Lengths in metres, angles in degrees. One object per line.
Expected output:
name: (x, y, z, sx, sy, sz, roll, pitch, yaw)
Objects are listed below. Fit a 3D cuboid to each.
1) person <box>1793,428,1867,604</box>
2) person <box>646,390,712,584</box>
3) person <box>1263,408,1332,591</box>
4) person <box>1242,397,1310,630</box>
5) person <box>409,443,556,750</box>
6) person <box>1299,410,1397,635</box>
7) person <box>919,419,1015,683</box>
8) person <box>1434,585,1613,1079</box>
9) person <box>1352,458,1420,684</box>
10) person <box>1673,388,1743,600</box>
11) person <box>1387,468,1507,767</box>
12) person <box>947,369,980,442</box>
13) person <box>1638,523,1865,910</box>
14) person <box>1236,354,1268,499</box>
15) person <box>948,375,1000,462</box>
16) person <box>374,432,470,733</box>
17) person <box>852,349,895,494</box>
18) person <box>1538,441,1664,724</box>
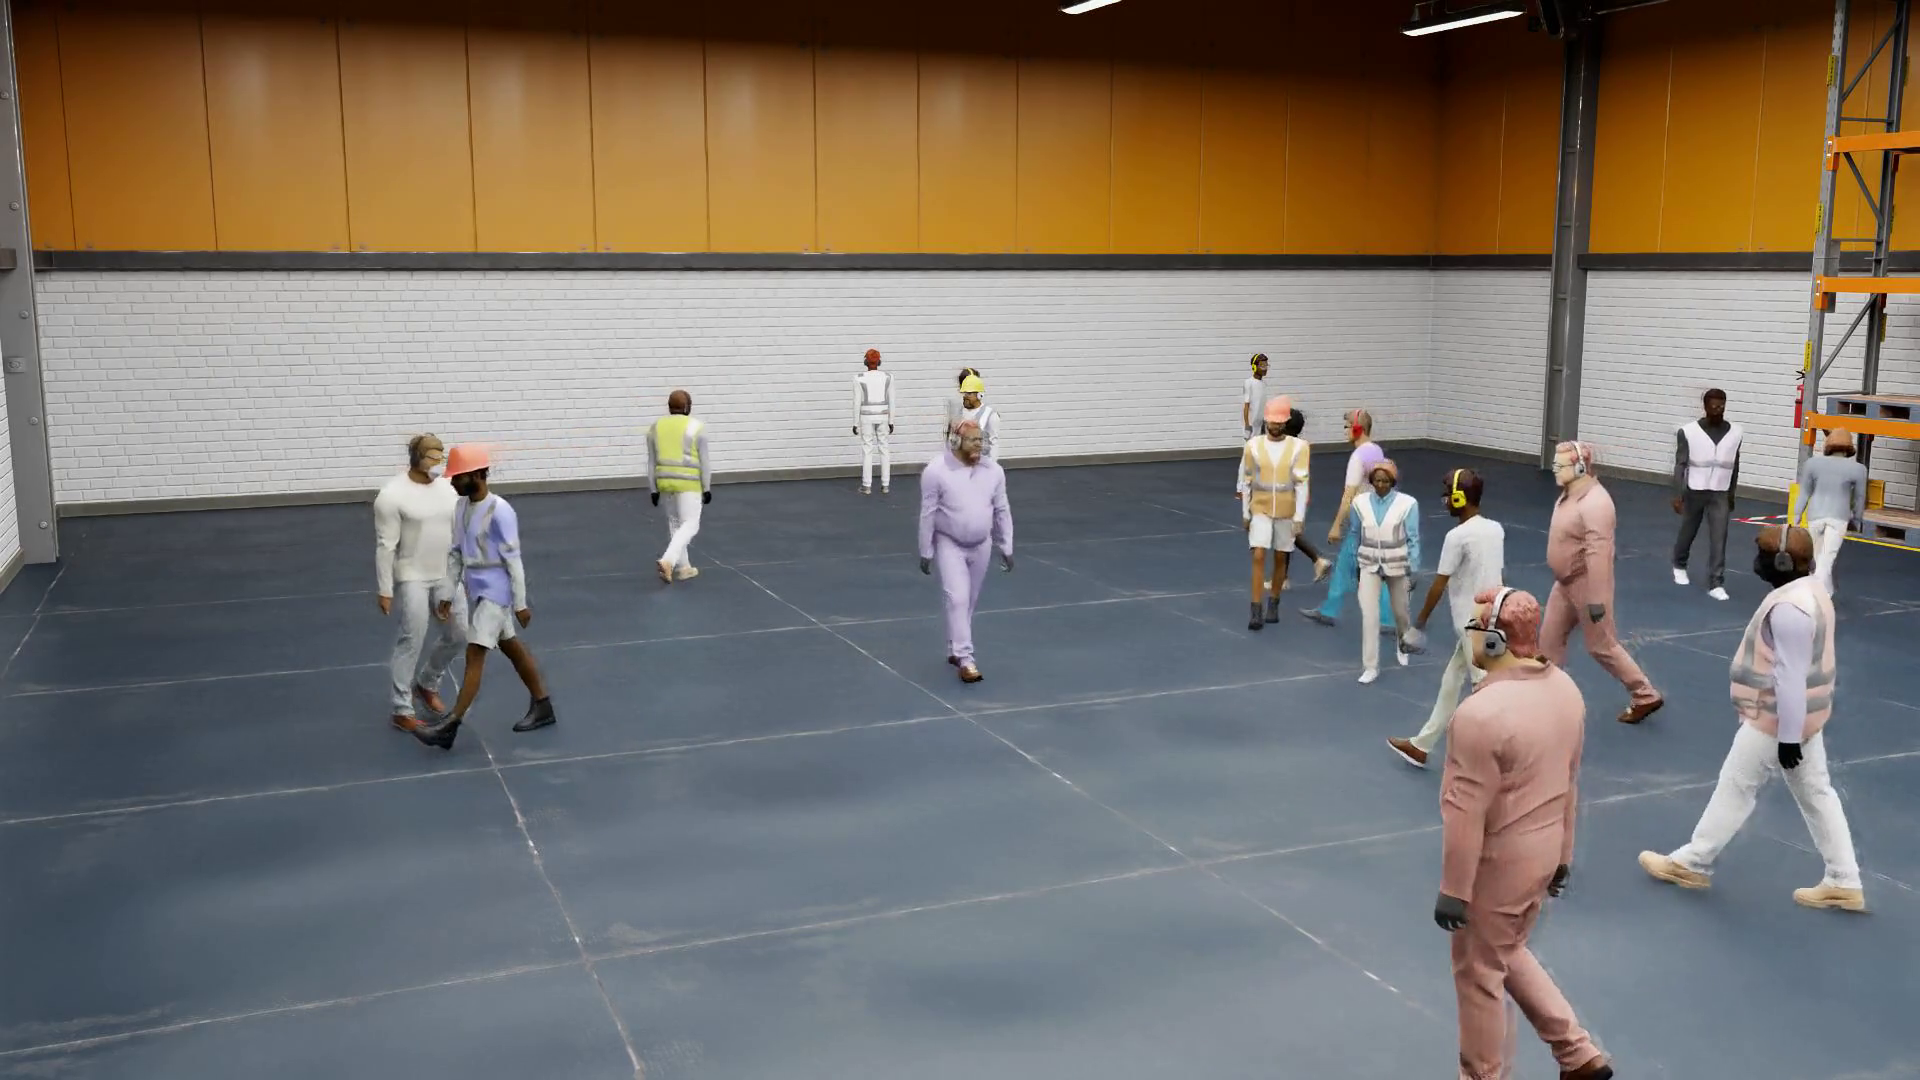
person: (7.420, -0.165, 14.190, 0.514, 1.580, 0.829, 9, 13, 44)
person: (-2.652, -0.484, 15.472, 0.626, 1.814, 0.763, 4, 10, 23)
person: (3.039, -0.356, 15.050, 0.549, 1.684, 0.546, 5, 11, 27)
person: (2.551, -0.208, 13.517, 0.543, 1.896, 0.888, 2, 10, 13)
person: (-2.975, 0.333, 10.321, 1.041, 1.867, 0.541, -8, 12, -40)
person: (3.155, -0.138, 13.419, 0.922, 1.797, 0.578, 4, 10, 21)
person: (0.087, 0.075, 11.918, 0.670, 1.860, 0.936, -5, 11, -27)
person: (1.875, 1.099, 5.627, 0.647, 1.896, 0.527, -9, 13, -44)
person: (3.100, 0.190, 12.019, 0.527, 1.609, 0.787, 5, 11, 30)
person: (6.754, -0.453, 15.108, 0.606, 1.878, 0.986, 1, 9, 3)
person: (2.825, 0.502, 9.483, 0.963, 1.811, 0.553, 8, 12, 41)
person: (0.021, -0.921, 18.050, 0.347, 1.851, 0.606, -7, 12, -38)
person: (3.771, 0.806, 7.724, 0.979, 1.788, 0.649, 7, 12, 35)
person: (3.741, -1.435, 21.116, 0.362, 1.860, 0.514, 7, 12, 38)
person: (0.120, -0.795, 17.290, 0.590, 1.833, 0.404, 6, 11, 31)
person: (-3.403, 0.267, 10.597, 0.454, 1.916, 0.642, 6, 11, 34)
person: (-1.127, -1.541, 21.663, 0.574, 1.882, 0.356, -3, 10, -20)
person: (4.079, 0.283, 10.694, 0.923, 1.860, 0.663, 0, 9, 0)
